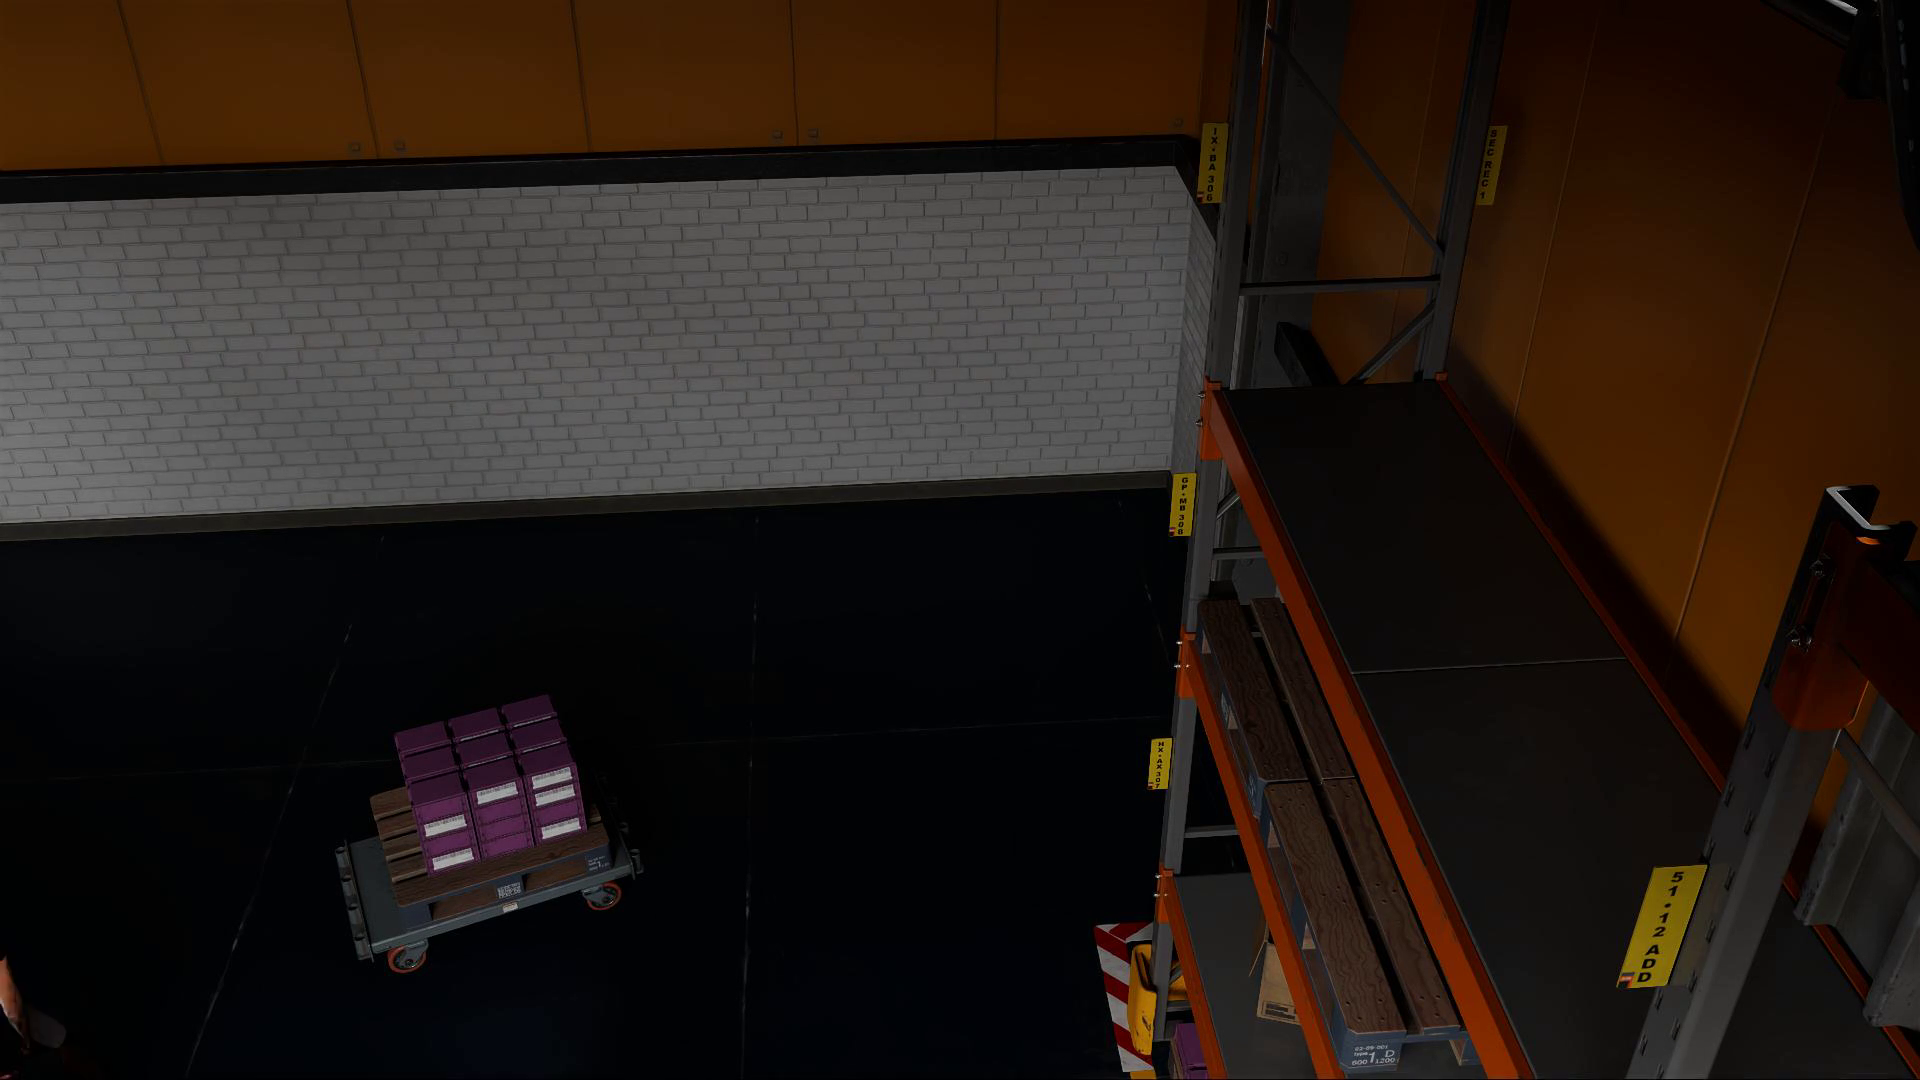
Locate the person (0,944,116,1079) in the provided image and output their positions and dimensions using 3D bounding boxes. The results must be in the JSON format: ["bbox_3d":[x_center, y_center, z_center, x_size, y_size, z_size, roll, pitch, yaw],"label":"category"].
[{"bbox_3d":[-4.743,2.427,8.116,0.665,1.759,0.939,6,34,9],"label":"person"}]
